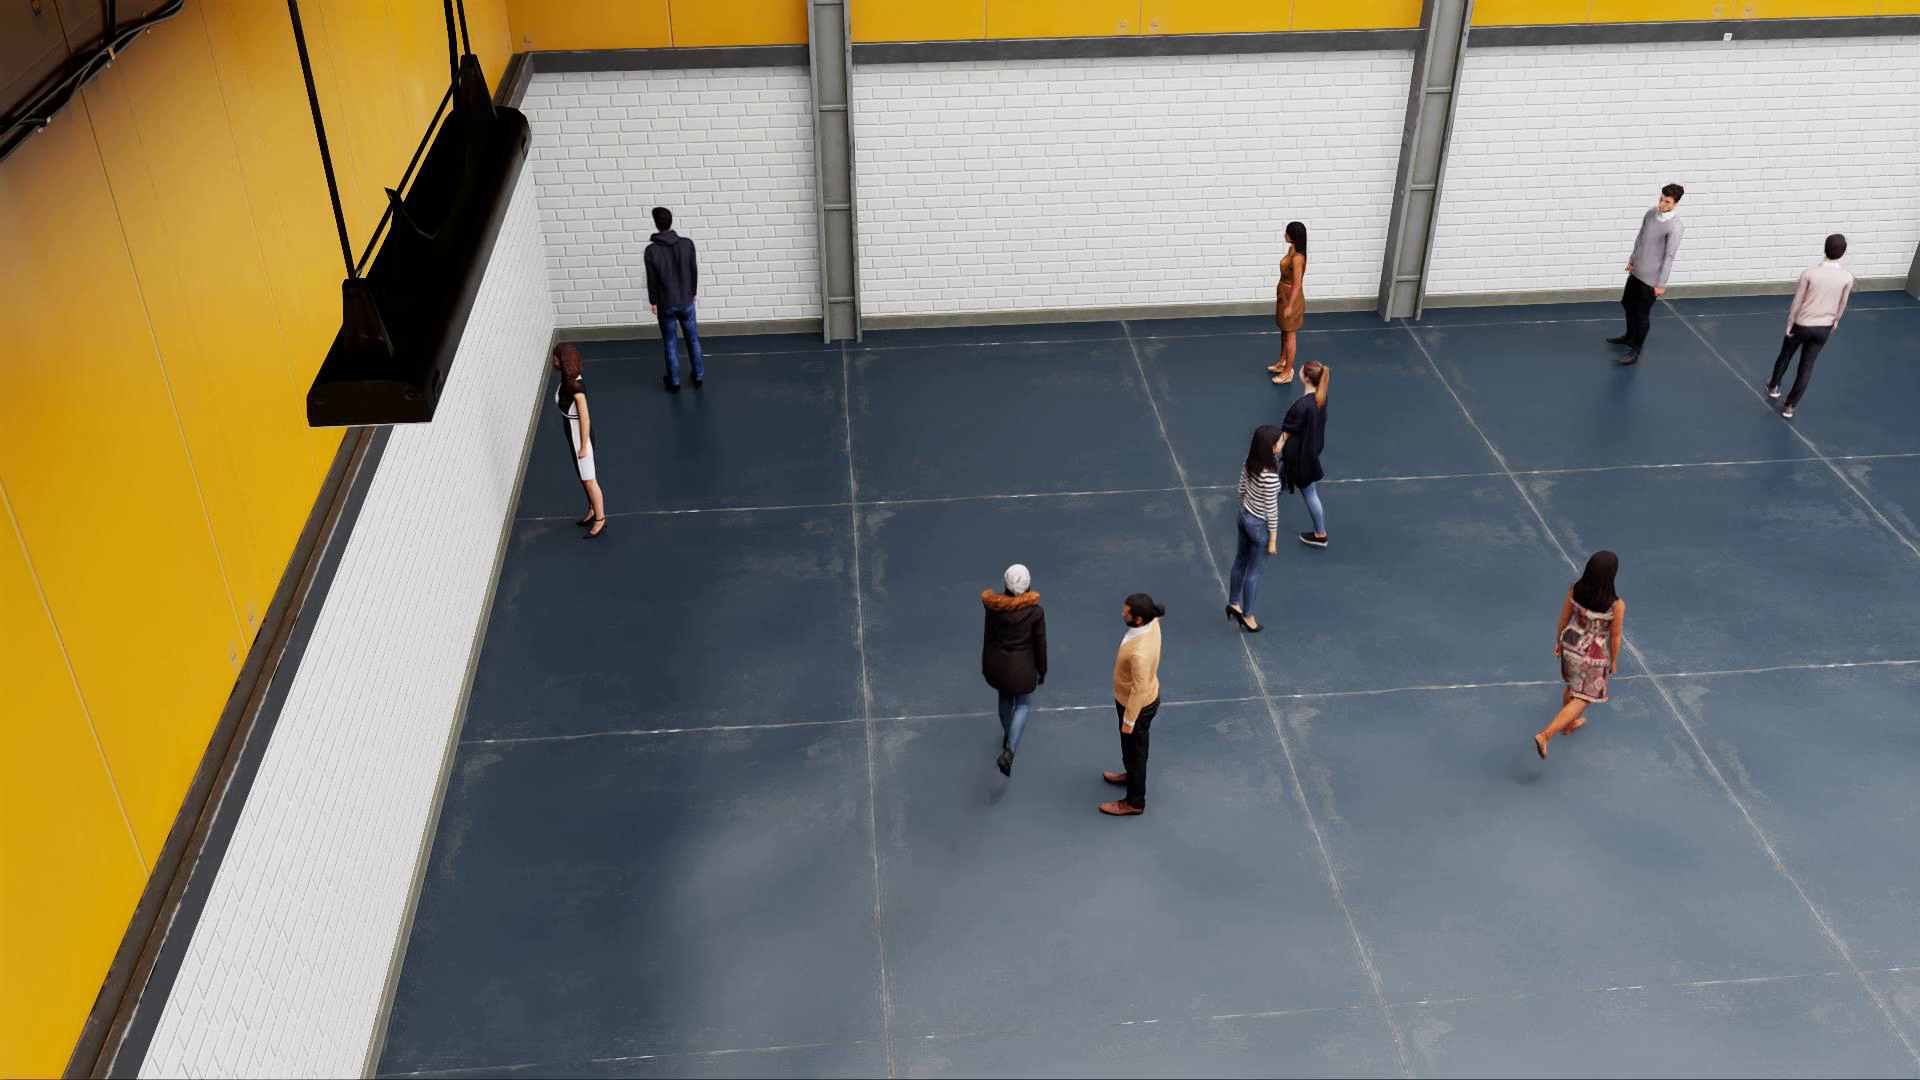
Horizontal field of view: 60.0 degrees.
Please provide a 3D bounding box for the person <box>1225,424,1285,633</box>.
[{"bbox_3d":[2.275,-0.093,12.819,0.608,1.795,0.654,-12,36,-18],"label":"person"}]

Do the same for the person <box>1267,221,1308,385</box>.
[{"bbox_3d":[3.235,-2.336,16.293,0.529,1.684,0.579,0,34,1],"label":"person"}]

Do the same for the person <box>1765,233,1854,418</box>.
[{"bbox_3d":[8.038,-1.988,15.673,0.923,1.791,0.894,10,35,15],"label":"person"}]

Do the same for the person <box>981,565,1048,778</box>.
[{"bbox_3d":[0.341,0.912,11.465,0.952,1.619,0.896,10,35,14],"label":"person"}]

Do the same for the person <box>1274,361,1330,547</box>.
[{"bbox_3d":[2.924,-0.674,13.833,1.129,1.639,1.090,26,42,34],"label":"person"}]

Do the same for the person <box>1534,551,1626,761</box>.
[{"bbox_3d":[4.315,0.822,11.593,1.097,1.627,0.948,-24,40,-31],"label":"person"}]

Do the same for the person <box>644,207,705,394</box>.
[{"bbox_3d":[-2.758,-2.307,16.065,0.641,1.889,0.797,-15,36,-21],"label":"person"}]

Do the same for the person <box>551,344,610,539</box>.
[{"bbox_3d":[-3.184,-0.834,13.932,0.592,1.795,0.640,-12,36,-18],"label":"person"}]

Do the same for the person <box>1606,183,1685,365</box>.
[{"bbox_3d":[6.889,-2.681,16.606,0.662,1.912,0.904,-2,34,-2],"label":"person"}]

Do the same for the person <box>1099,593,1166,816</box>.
[{"bbox_3d":[1.175,1.075,11.100,0.671,1.752,0.711,5,34,7],"label":"person"}]
